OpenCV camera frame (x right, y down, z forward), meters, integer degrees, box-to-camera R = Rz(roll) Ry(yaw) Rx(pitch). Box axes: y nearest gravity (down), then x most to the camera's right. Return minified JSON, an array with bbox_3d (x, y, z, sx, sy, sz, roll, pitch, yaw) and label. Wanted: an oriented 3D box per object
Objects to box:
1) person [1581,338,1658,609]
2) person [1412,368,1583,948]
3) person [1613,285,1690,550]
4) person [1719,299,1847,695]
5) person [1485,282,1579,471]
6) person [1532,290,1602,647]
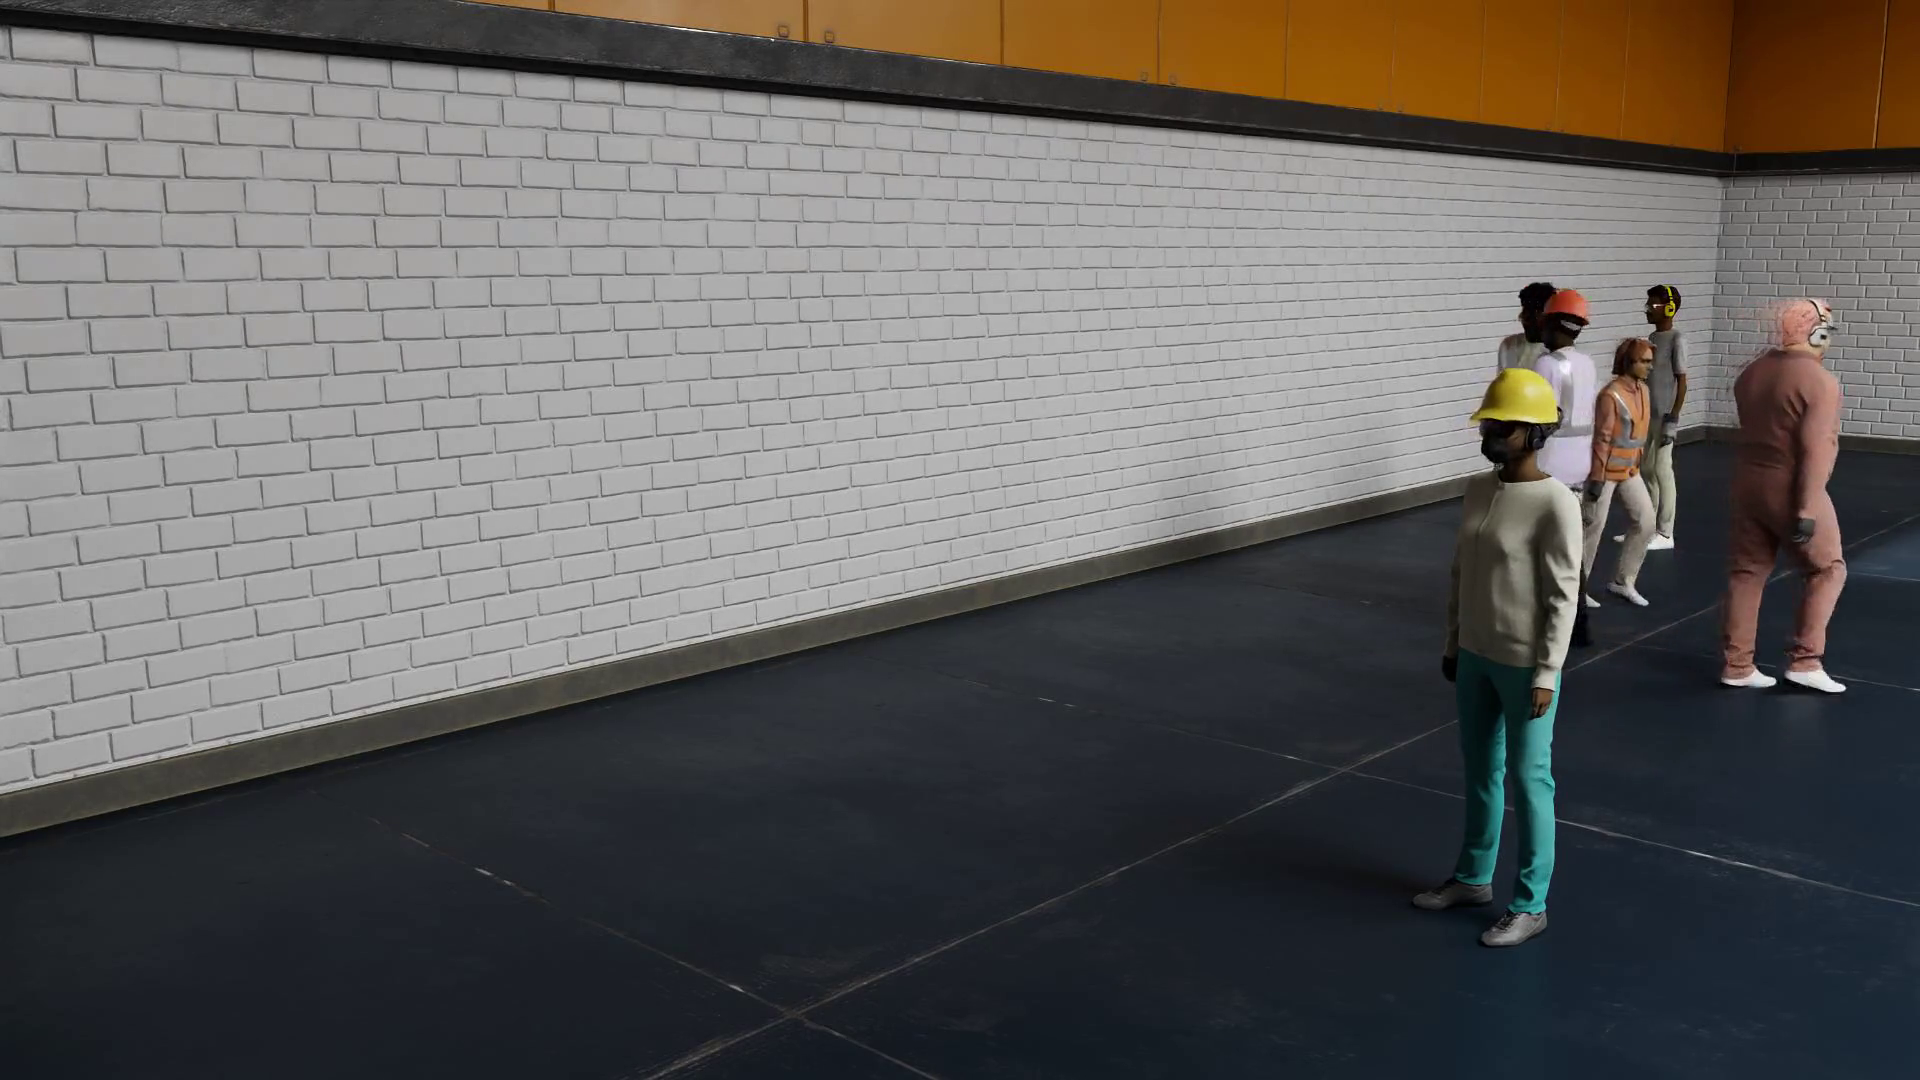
[{"bbox_3d":[3.843,-0.377,9.757,0.524,1.605,0.526,-9,13,-40],"label":"person"},{"bbox_3d":[1.670,0.357,5.121,0.304,1.771,0.523,-4,11,-21],"label":"person"},{"bbox_3d":[4.935,-0.866,11.796,0.325,1.871,0.524,-1,10,-5],"label":"person"},{"bbox_3d":[3.995,-0.199,7.949,0.663,1.884,0.649,-3,10,-16],"label":"person"},{"bbox_3d":[3.611,-0.643,10.380,0.668,1.929,0.661,-6,12,-31],"label":"person"},{"bbox_3d":[3.147,-0.341,8.745,0.441,1.895,0.597,9,14,43],"label":"person"}]
